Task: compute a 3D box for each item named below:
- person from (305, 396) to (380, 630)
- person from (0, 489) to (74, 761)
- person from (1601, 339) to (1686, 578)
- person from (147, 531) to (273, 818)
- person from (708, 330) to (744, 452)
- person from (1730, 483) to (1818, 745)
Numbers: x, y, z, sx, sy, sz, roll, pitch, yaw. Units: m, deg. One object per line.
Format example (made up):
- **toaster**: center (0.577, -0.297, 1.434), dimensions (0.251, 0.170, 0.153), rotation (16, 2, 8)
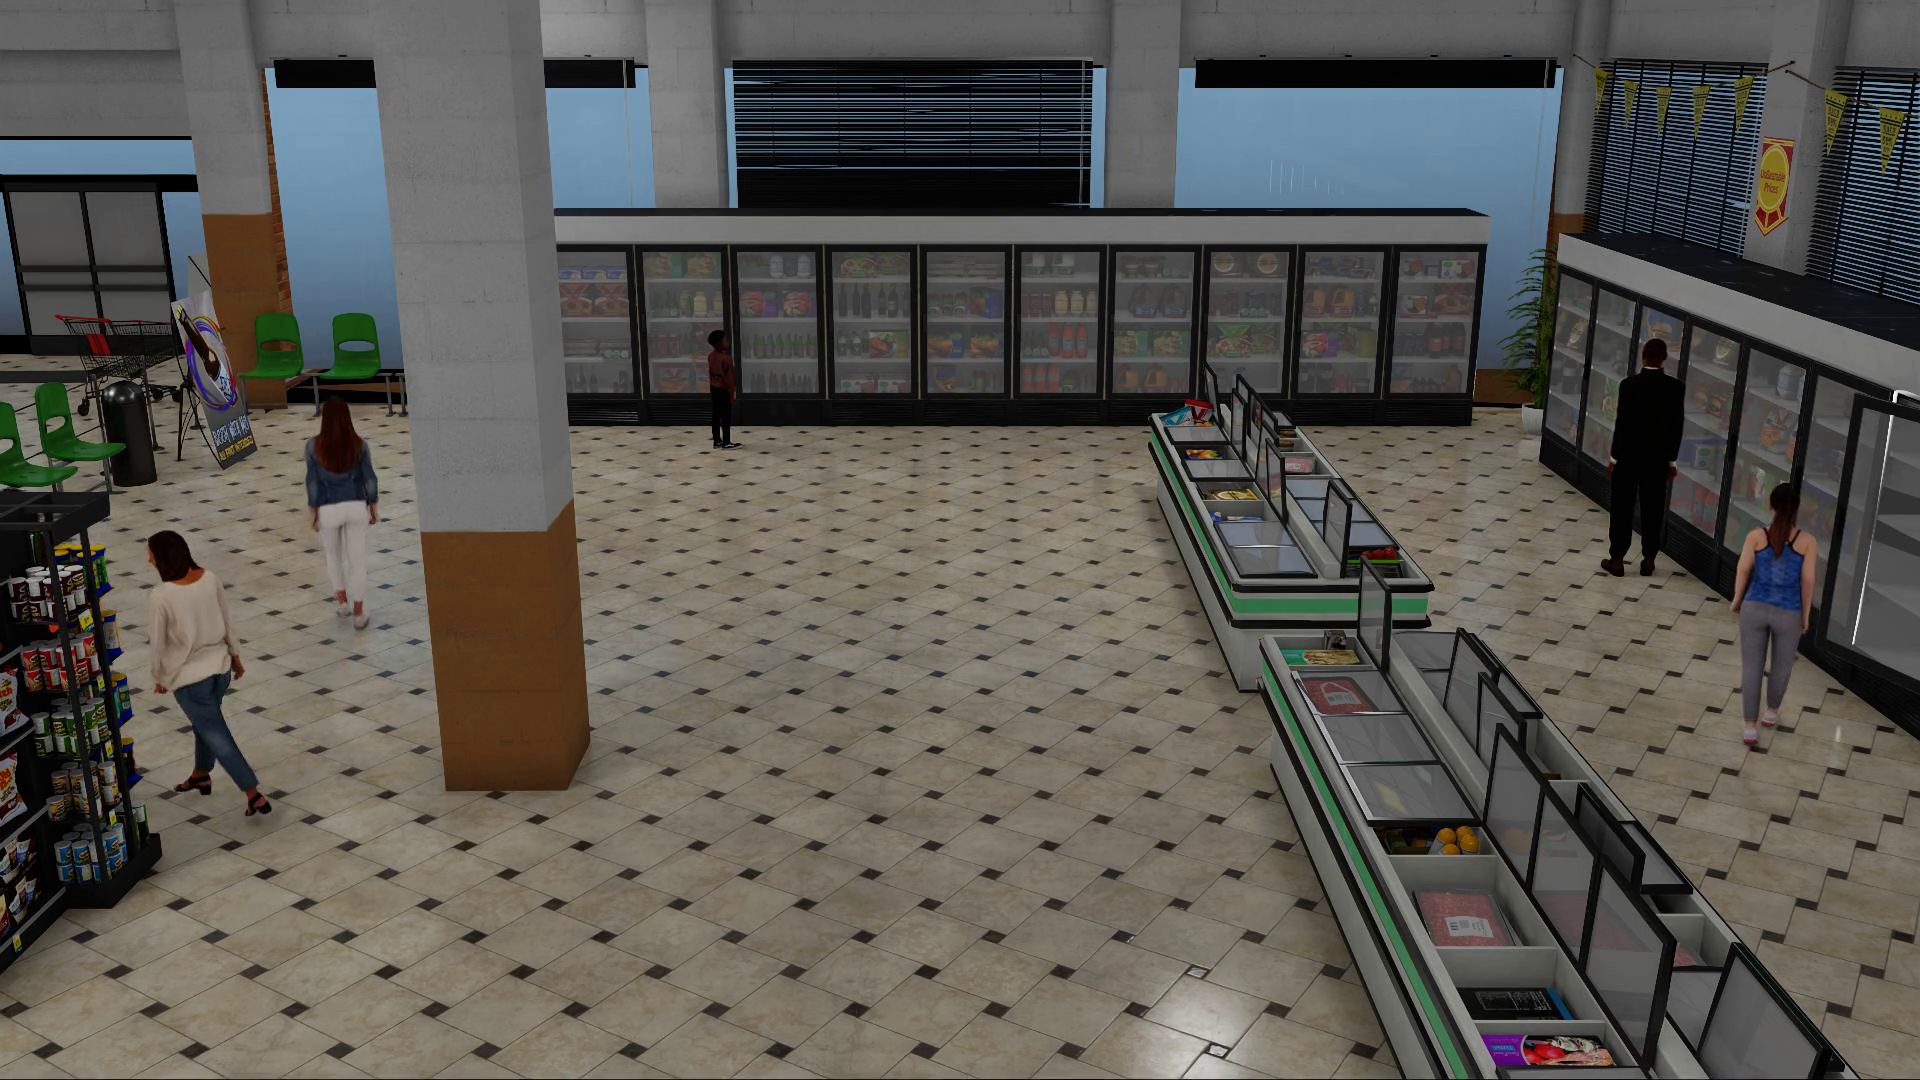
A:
- **person**: center (-4.430, -0.165, 11.933), dimensions (0.735, 1.687, 0.755), rotation (-5, 18, -17)
- **person**: center (-5.217, 0.557, 9.469), dimensions (0.768, 1.738, 0.671), rotation (5, 18, 16)
- **person**: center (5.409, -0.654, 13.171), dimensions (0.711, 1.905, 0.645), rotation (2, 17, 7)
- **person**: center (-4.047, 0.765, 8.970), dimensions (0.990, 1.630, 1.071), rotation (9, 19, 28)
- **person**: center (-2.484, -1.565, 17.289), dimensions (0.653, 1.254, 0.592), rotation (-16, 23, -42)
- **person**: center (4.881, 0.466, 10.011), dimensions (0.782, 1.596, 0.912), rotation (8, 19, 25)
